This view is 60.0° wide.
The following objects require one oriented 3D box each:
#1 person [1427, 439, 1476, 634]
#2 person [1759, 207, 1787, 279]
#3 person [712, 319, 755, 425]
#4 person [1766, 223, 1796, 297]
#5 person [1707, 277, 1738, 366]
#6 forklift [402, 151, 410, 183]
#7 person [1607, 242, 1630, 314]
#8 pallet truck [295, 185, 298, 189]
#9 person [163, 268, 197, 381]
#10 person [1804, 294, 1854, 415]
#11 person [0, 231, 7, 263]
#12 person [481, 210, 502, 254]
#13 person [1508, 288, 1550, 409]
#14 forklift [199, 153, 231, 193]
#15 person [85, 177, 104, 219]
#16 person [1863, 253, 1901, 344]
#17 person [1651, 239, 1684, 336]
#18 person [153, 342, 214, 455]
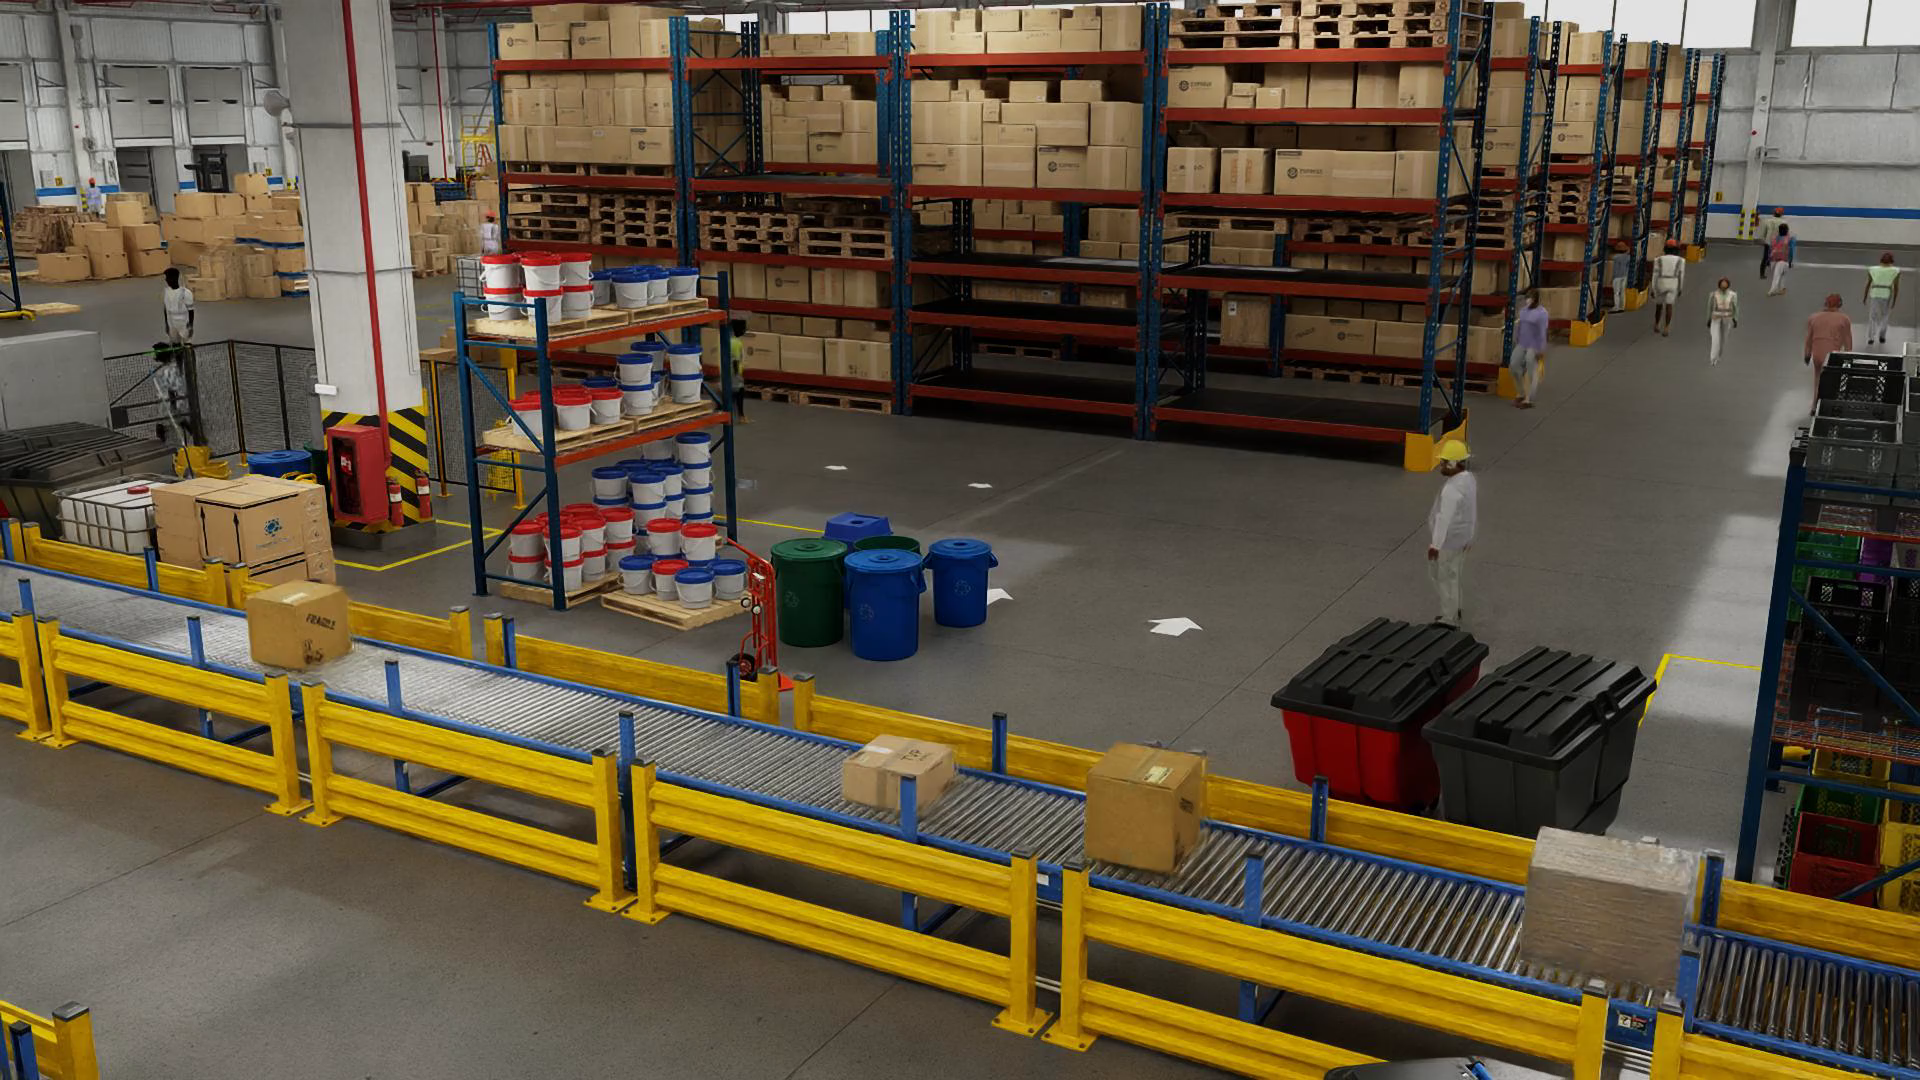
[{"bbox_3d":[4.479,-0.023,15.234,0.431,1.817,0.594,8,17,27],"label":"person"},{"bbox_3d":[22.204,-8.081,45.272,1.037,1.935,0.645,-10,18,-34],"label":"person"},{"bbox_3d":[-3.441,-2.514,24.870,0.617,1.664,0.588,-1,15,-5],"label":"person"},{"bbox_3d":[20.427,-6.980,41.404,0.866,1.813,0.628,-9,17,-30],"label":"person"},{"bbox_3d":[14.118,-4.073,30.840,0.520,1.613,0.731,5,16,18],"label":"person"},{"bbox_3d":[-21.519,-13.653,64.424,1.873,2.768,1.129,-1,15,-5],"label":"forklift"},{"bbox_3d":[15.036,-5.972,37.937,0.503,1.632,0.271,-9,17,-29],"label":"person"},{"bbox_3d":[-26.804,-14.617,69.738,1.885,1.965,0.823,-14,20,-42],"label":"pallet truck"},{"bbox_3d":[-13.622,-3.765,29.002,0.610,1.965,0.363,5,16,17],"label":"person"},{"bbox_3d":[13.613,-2.904,25.971,0.950,1.867,0.646,-9,17,-31],"label":"person"},{"bbox_3d":[-28.634,-9.201,49.522,0.625,1.919,0.660,-11,18,-35],"label":"person"},{"bbox_3d":[-12.408,-7.794,44.247,0.548,1.913,0.664,6,16,23],"label":"person"},{"bbox_3d":[8.940,-3.013,26.251,0.515,1.925,0.654,-7,16,-24],"label":"person"},{"bbox_3d":[-27.440,-12.865,61.464,1.873,2.768,1.129,8,17,28],"label":"forklift"},{"bbox_3d":[-32.435,-12.616,62.363,0.542,1.919,0.504,-14,20,-42],"label":"person"},{"bbox_3d":[18.502,-4.860,33.431,0.595,1.809,0.866,8,17,28],"label":"person"},{"bbox_3d":[14.685,-5.249,34.562,0.616,1.995,1.073,6,16,20],"label":"person"},{"bbox_3d":[-10.593,-1.849,22.399,0.873,1.654,0.532,-4,16,-16],"label":"person"}]
